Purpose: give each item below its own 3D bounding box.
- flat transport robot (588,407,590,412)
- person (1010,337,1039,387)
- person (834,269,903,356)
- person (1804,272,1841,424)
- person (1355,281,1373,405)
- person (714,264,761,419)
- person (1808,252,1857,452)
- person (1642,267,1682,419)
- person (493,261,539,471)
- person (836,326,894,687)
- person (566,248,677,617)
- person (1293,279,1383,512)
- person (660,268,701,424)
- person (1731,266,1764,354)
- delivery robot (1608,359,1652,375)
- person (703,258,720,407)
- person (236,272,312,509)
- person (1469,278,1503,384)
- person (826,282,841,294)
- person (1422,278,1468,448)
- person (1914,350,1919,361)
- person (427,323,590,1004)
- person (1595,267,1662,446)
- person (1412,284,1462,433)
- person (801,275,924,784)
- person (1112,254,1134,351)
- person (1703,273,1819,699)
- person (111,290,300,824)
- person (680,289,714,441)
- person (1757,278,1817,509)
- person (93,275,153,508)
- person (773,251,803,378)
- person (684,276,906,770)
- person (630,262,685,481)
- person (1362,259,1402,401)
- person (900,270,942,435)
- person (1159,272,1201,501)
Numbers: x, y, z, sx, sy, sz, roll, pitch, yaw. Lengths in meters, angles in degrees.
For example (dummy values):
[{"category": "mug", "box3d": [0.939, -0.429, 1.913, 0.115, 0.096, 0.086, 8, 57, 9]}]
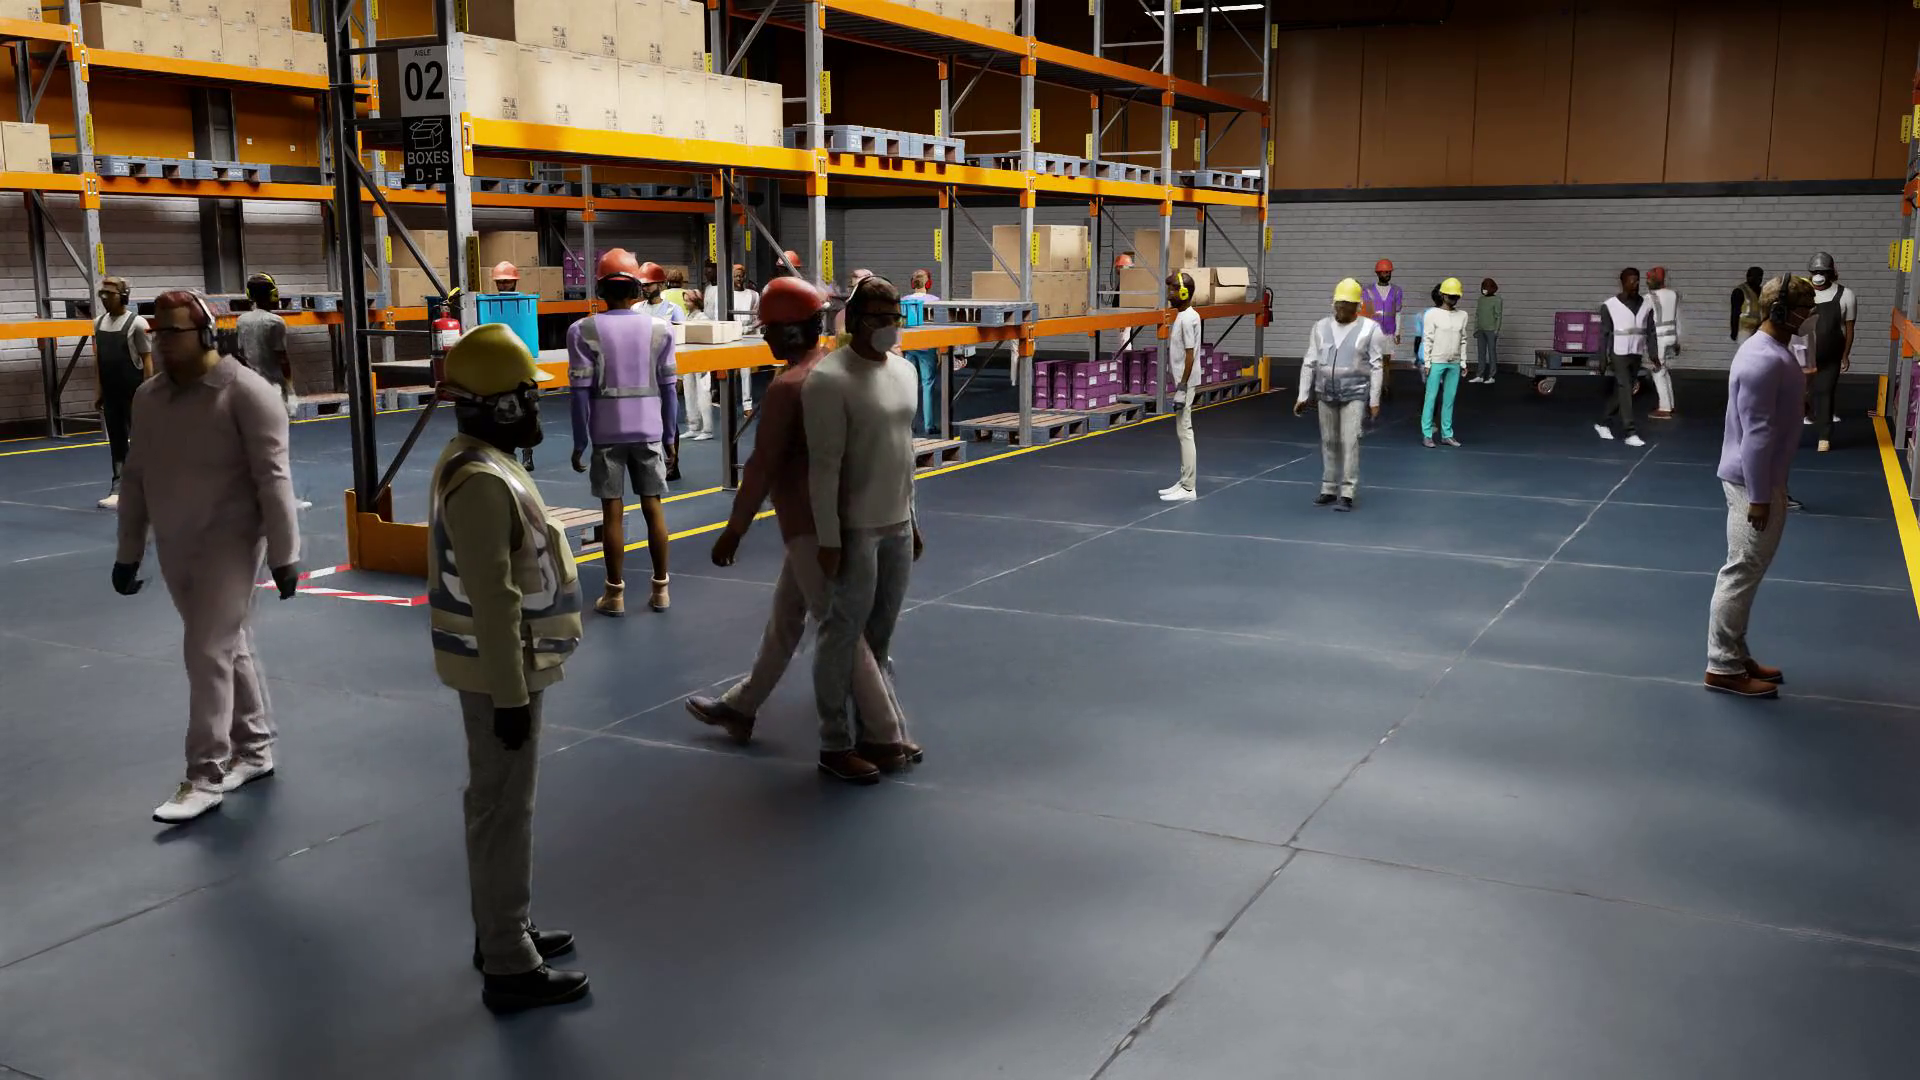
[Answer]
[{"category": "flat transport robot", "box3d": [-4.443, -1.791, 21.360, 0.652, 0.197, 1.431, -2, 10, -11]}, {"category": "person", "box3d": [0.946, -3.121, 25.106, 0.522, 1.638, 0.310, 4, 11, 22]}, {"category": "person", "box3d": [-0.756, -1.167, 13.057, 0.646, 1.900, 0.395, 7, 12, 36]}, {"category": "person", "box3d": [10.151, -2.295, 19.693, 0.735, 1.878, 0.422, -3, 10, -19]}, {"category": "person", "box3d": [5.238, -2.649, 22.327, 0.542, 1.640, 0.891, -4, 11, -23]}, {"category": "person", "box3d": [-2.697, -2.401, 20.235, 0.572, 1.883, 0.356, -4, 10, -20]}, {"category": "person", "box3d": [8.725, -1.918, 16.977, 0.687, 2.000, 0.535, 6, 11, 31]}, {"category": "person", "box3d": [8.550, -2.401, 20.325, 0.620, 1.852, 0.449, -5, 11, -27]}, {"category": "person", "box3d": [-4.172, -1.596, 15.394, 0.551, 1.942, 0.340, 0, 10, 1]}, {"category": "person", "box3d": [-0.417, -0.108, 7.412, 0.494, 1.719, 0.673, -5, 11, -29]}, {"category": "person", "box3d": [-1.878, -0.590, 9.282, 0.608, 2.045, 0.392, -4, 11, -23]}, {"category": "person", "box3d": [2.935, -1.130, 13.085, 0.659, 1.814, 0.641, 7, 12, 35]}, {"category": "person", "box3d": [-3.358, -2.279, 19.642, 0.633, 1.842, 0.429, -6, 11, -31]}, {"category": "person", "box3d": [11.557, -3.081, 24.356, 0.647, 1.836, 0.431, -5, 11, -25]}, {"category": "delivery robot", "box3d": [9.880, -2.501, 24.380, 0.707, 0.478, 0.477, 8, 12, 38]}, {"category": "person", "box3d": [-3.201, -2.739, 21.945, 0.369, 1.967, 0.601, -8, 12, -37]}, {"category": "person", "box3d": [-5.422, -1.162, 13.084, 0.532, 1.874, 0.319, 4, 11, 24]}, {"category": "person", "box3d": [8.186, -3.246, 25.844, 0.279, 1.633, 0.498, -5, 11, -29]}, {"category": "person", "box3d": [-2.086, -3.256, 25.134, 0.594, 1.905, 0.516, 0, 10, -2]}, {"category": "person", "box3d": [5.059, -1.840, 17.334, 0.523, 1.766, 0.315, -3, 10, -18]}, {"category": "person", "box3d": [13.987, -2.928, 23.990, 0.507, 1.636, 0.274, 7, 12, 34]}, {"category": "person", "box3d": [-1.229, 0.334, 4.529, 0.404, 1.837, 0.596, -3, 10, -18]}, {"category": "person", "box3d": [7.103, -1.971, 17.778, 0.609, 1.881, 0.961, -3, 10, -15]}, {"category": "person", "box3d": [5.433, -2.042, 18.740, 0.753, 1.667, 0.556, -10, 14, -44]}, {"category": "person", "box3d": [-0.359, -0.047, 6.448, 0.355, 1.936, 0.633, 6, 12, 32]}, {"category": "person", "box3d": [2.552, -3.461, 26.038, 0.375, 1.997, 0.612, 0, 10, 0]}, {"category": "person", "box3d": [3.665, -0.245, 7.617, 0.361, 1.932, 0.628, 6, 11, 30]}, {"category": "person", "box3d": [-2.813, 0.057, 5.993, 0.667, 1.879, 0.813, 4, 11, 24]}, {"category": "person", "box3d": [-2.857, -1.897, 18.018, 0.310, 1.638, 0.522, -7, 12, -36]}, {"category": "person", "box3d": [6.486, -1.132, 13.053, 0.591, 1.825, 0.404, -6, 11, -30]}, {"category": "person", "box3d": [-6.630, -1.150, 13.137, 0.520, 1.846, 0.407, 2, 10, 14]}, {"category": "person", "box3d": [-2.049, -2.424, 19.899, 0.609, 2.044, 0.394, 8, 13, 38]}, {"category": "person", "box3d": [-0.667, -0.067, 6.584, 1.036, 1.921, 0.627, 3, 10, 15]}, {"category": "person", "box3d": [-2.710, -1.487, 14.778, 0.552, 1.936, 0.359, 3, 10, 18]}, {"category": "person", "box3d": [5.765, -2.869, 22.765, 0.551, 1.941, 0.342, 1, 10, 3]}, {"category": "person", "box3d": [-0.450, -2.093, 18.601, 0.565, 1.837, 0.388, 5, 11, 29]}, {"category": "person", "box3d": [1.811, -1.249, 13.631, 0.329, 1.861, 0.509, 1, 10, 7]}]
